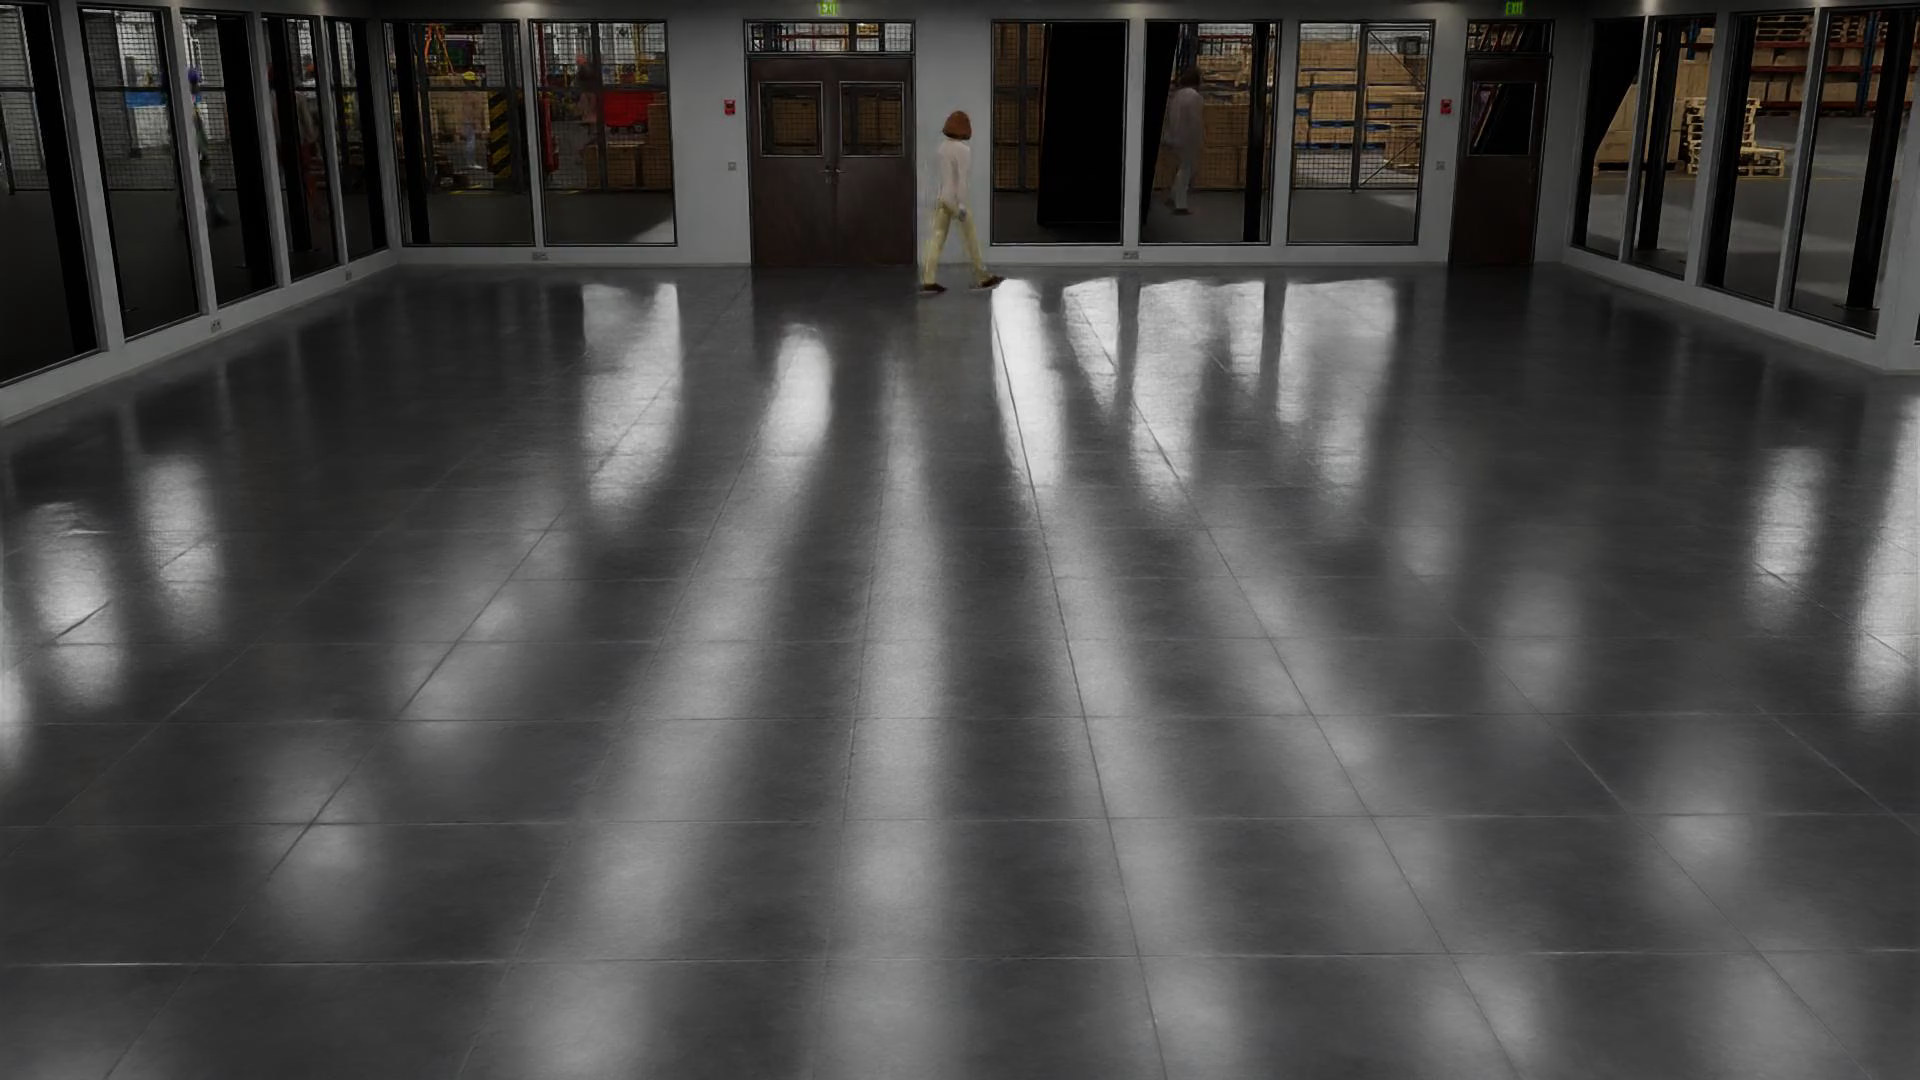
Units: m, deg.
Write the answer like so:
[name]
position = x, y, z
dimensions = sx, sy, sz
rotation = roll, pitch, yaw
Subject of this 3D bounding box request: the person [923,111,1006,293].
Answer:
[person]
position = 0.020, -3.027, 14.940
dimensions = 0.829, 1.592, 0.543
rotation = -10, 19, -31
